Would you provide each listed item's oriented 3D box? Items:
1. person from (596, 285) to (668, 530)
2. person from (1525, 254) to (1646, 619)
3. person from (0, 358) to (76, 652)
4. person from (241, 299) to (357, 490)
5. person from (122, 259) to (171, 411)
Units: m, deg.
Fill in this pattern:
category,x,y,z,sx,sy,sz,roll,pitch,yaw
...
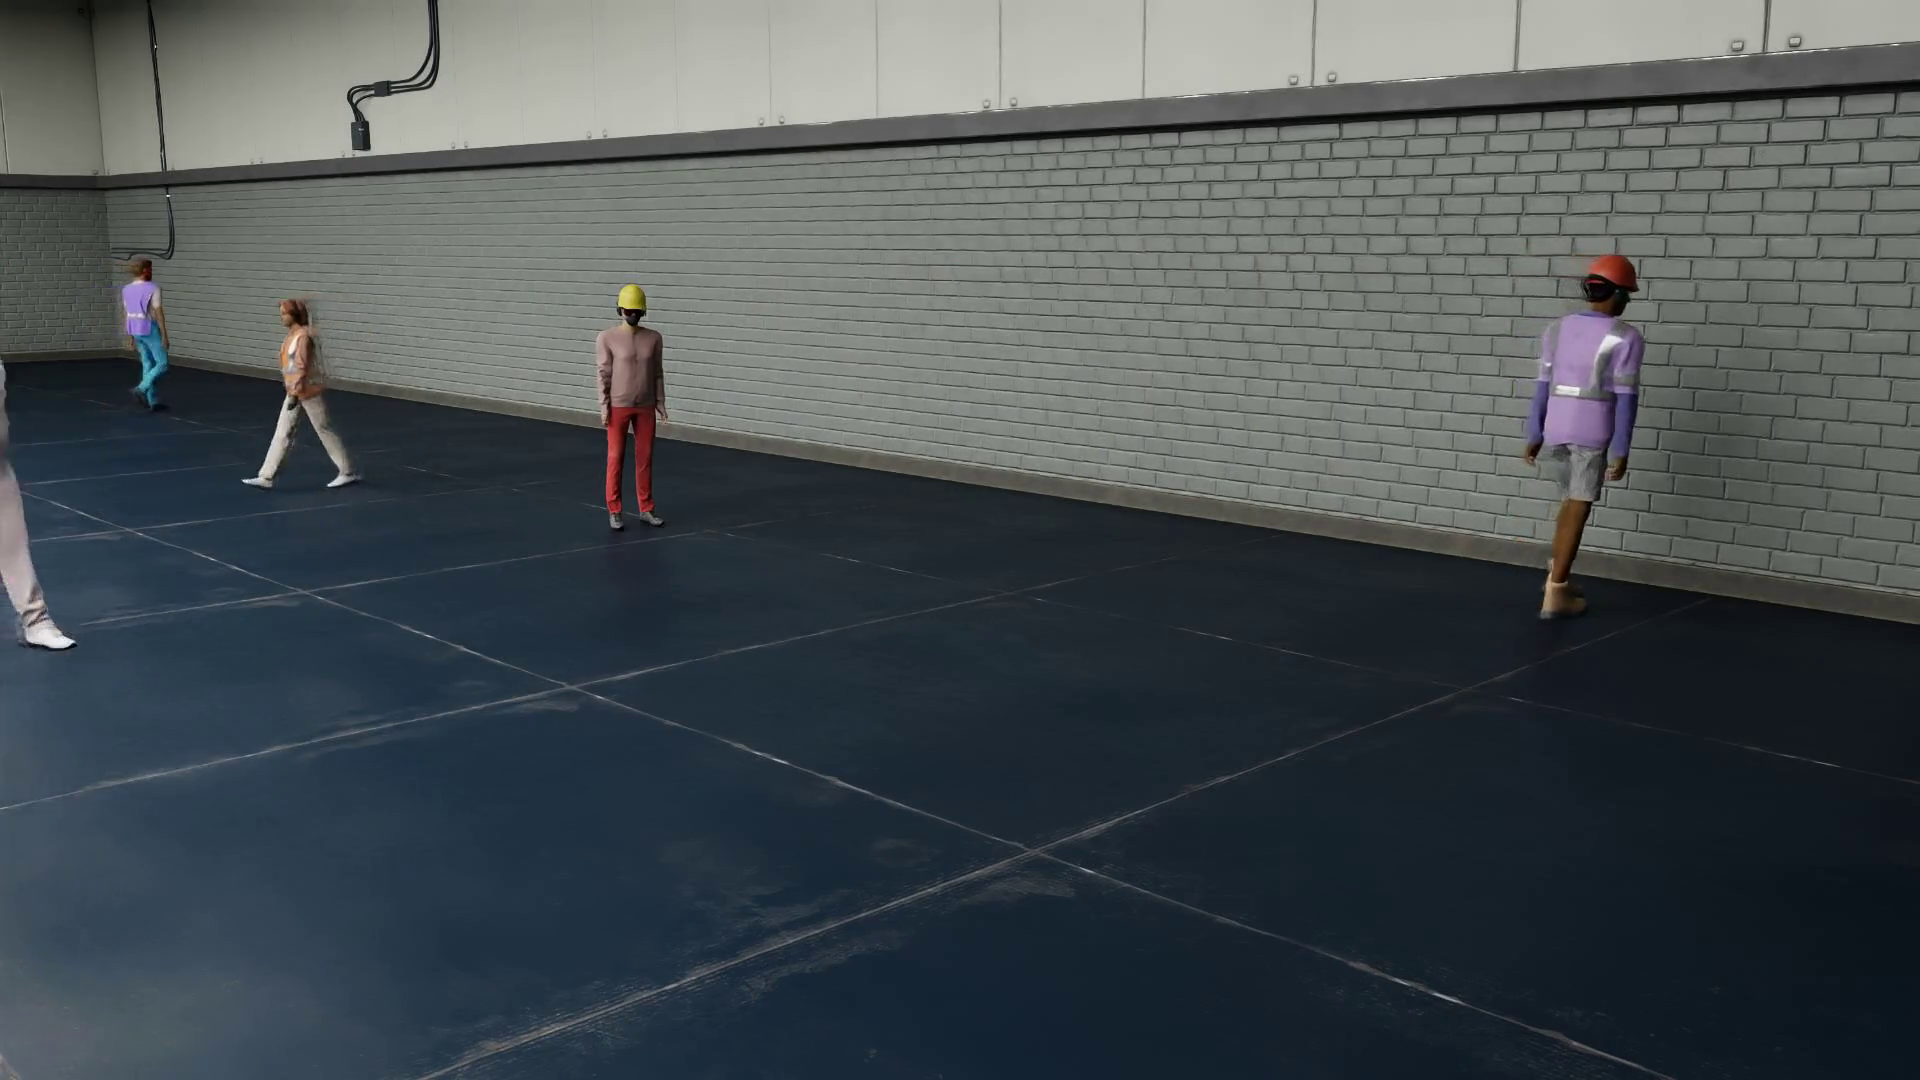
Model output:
category,x,y,z,sx,sy,sz,roll,pitch,yaw
person,-2.365,-0.962,12.050,0.524,1.760,0.328,-7,13,-35
person,3.497,-0.578,9.303,0.641,2.003,0.626,-6,12,-32
person,-5.108,-0.354,8.491,1.014,1.864,0.659,3,11,18
person,-5.488,-1.200,13.798,0.901,1.588,0.520,-9,14,-39
person,-9.812,-2.465,20.034,0.601,1.830,0.511,4,11,23
